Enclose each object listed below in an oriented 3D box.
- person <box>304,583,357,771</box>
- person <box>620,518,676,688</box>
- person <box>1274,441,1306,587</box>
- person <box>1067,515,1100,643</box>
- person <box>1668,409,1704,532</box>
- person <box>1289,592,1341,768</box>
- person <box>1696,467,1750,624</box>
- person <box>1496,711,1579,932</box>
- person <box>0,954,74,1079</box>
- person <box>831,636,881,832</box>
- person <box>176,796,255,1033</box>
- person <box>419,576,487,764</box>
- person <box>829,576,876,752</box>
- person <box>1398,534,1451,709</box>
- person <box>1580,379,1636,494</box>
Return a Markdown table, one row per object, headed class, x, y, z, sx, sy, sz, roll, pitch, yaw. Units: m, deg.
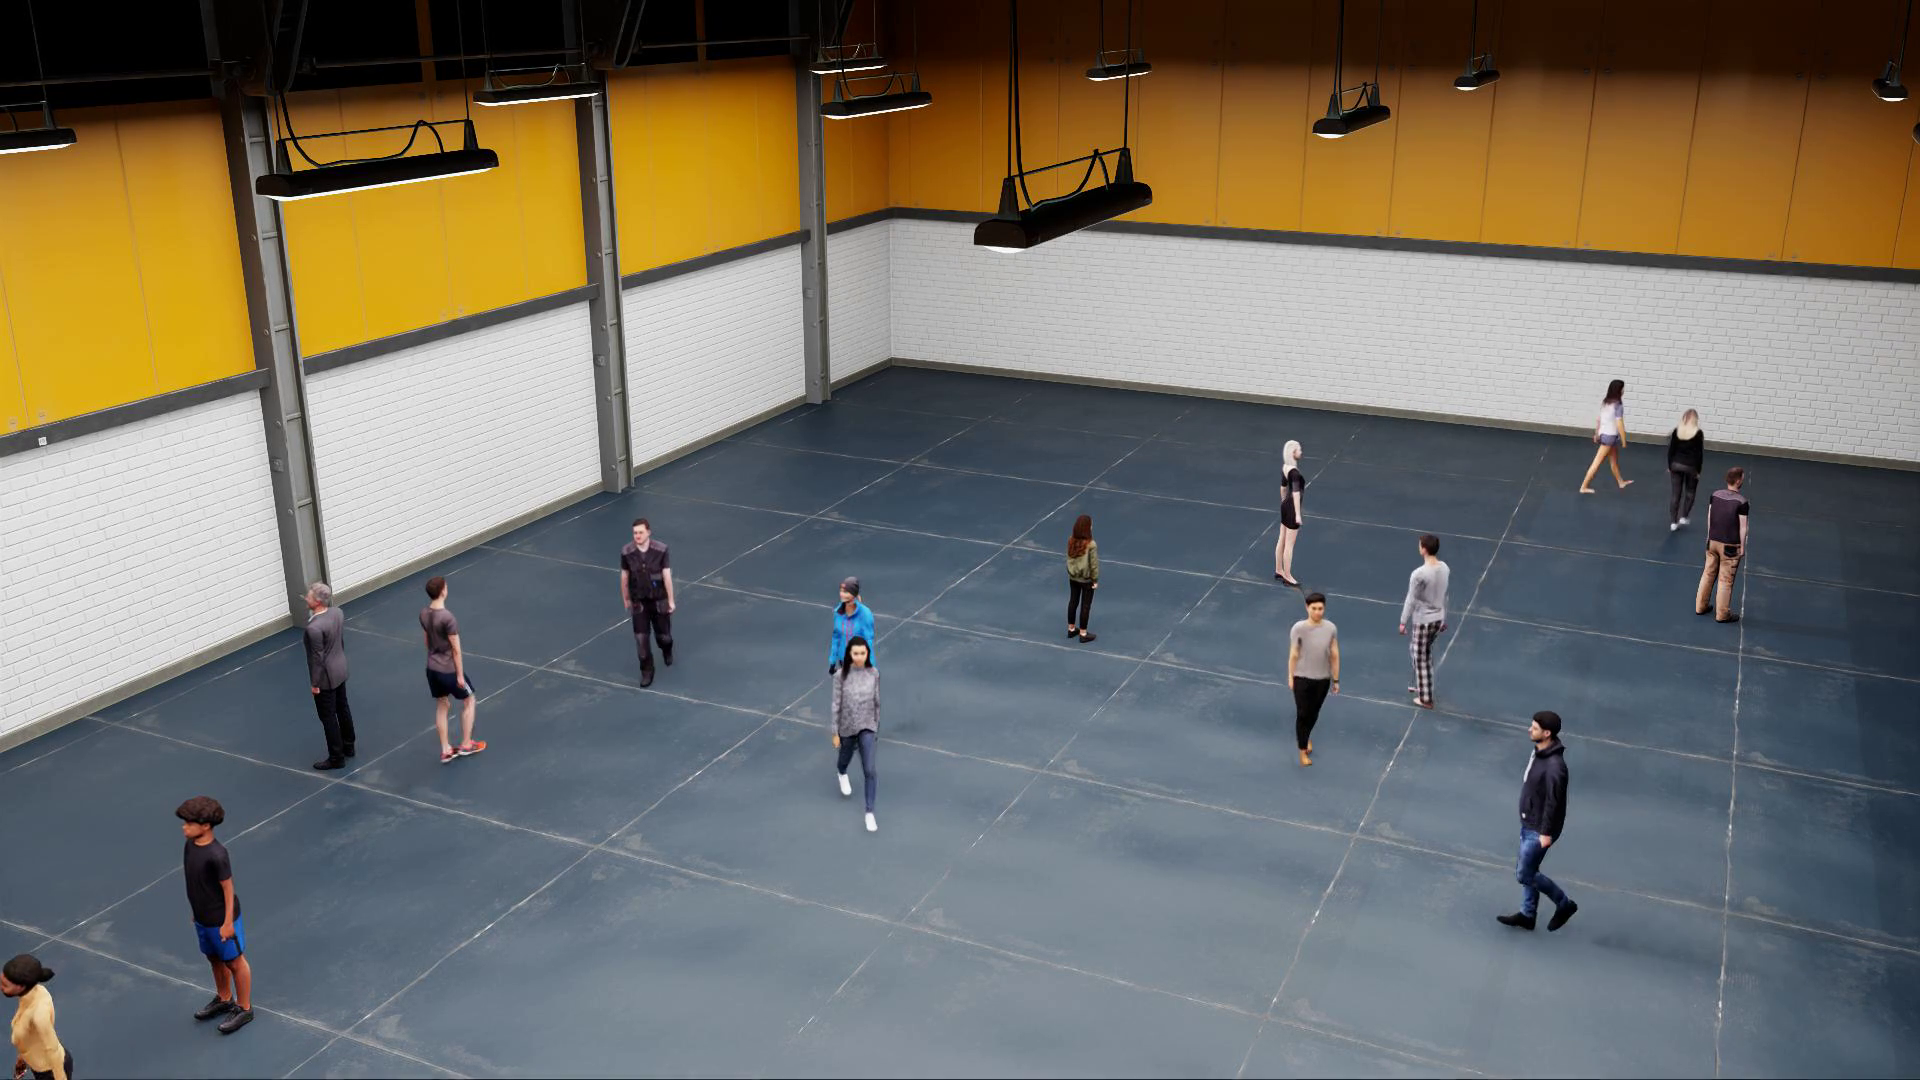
| class | x | y | z | sx | sy | sz | roll | pitch | yaw |
| --- | --- | --- | --- | --- | --- | --- | --- | --- | --- |
| person | -6.012 | 1.265 | 15.809 | 0.844 | 1.843 | 0.675 | 2 | 19 | 5 |
| person | -3.298 | 0.625 | 17.727 | 0.936 | 1.833 | 1.035 | 0 | 19 | 0 |
| person | 4.091 | -0.346 | 20.615 | 0.715 | 1.829 | 0.623 | -4 | 19 | -11 |
| person | 1.381 | 0.422 | 18.890 | 0.634 | 1.475 | 0.611 | 17 | 25 | 42 |
| person | 9.812 | -0.934 | 22.605 | 0.727 | 1.674 | 0.784 | 14 | 23 | 36 |
| person | 3.378 | 1.286 | 15.992 | 0.936 | 1.687 | 1.149 | -1 | 19 | -4 |
| person | 8.950 | 0.030 | 19.480 | 0.811 | 1.842 | 0.775 | -9 | 21 | -24 |
| person | 4.603 | 2.216 | 12.929 | 0.875 | 1.880 | 0.857 | 3 | 19 | 9 |
| person | -5.512 | 3.247 | 10.238 | 0.871 | 1.643 | 0.798 | -10 | 21 | -27 |
| person | -0.946 | 1.657 | 14.878 | 1.078 | 1.695 | 1.240 | -4 | 19 | -11 |
| person | -5.286 | 2.630 | 11.825 | 0.634 | 1.799 | 0.620 | 13 | 23 | 34 |
| person | -4.950 | 1.264 | 15.814 | 0.700 | 1.842 | 0.701 | 10 | 21 | 28 |
| person | -0.963 | 1.189 | 16.131 | 0.705 | 1.781 | 0.714 | 15 | 24 | 38 |
| person | 4.851 | 0.862 | 17.026 | 0.849 | 1.832 | 0.907 | -10 | 21 | -28 |
| person | 9.337 | -1.456 | 24.148 | 1.097 | 1.678 | 1.144 | -4 | 19 | -10 |
